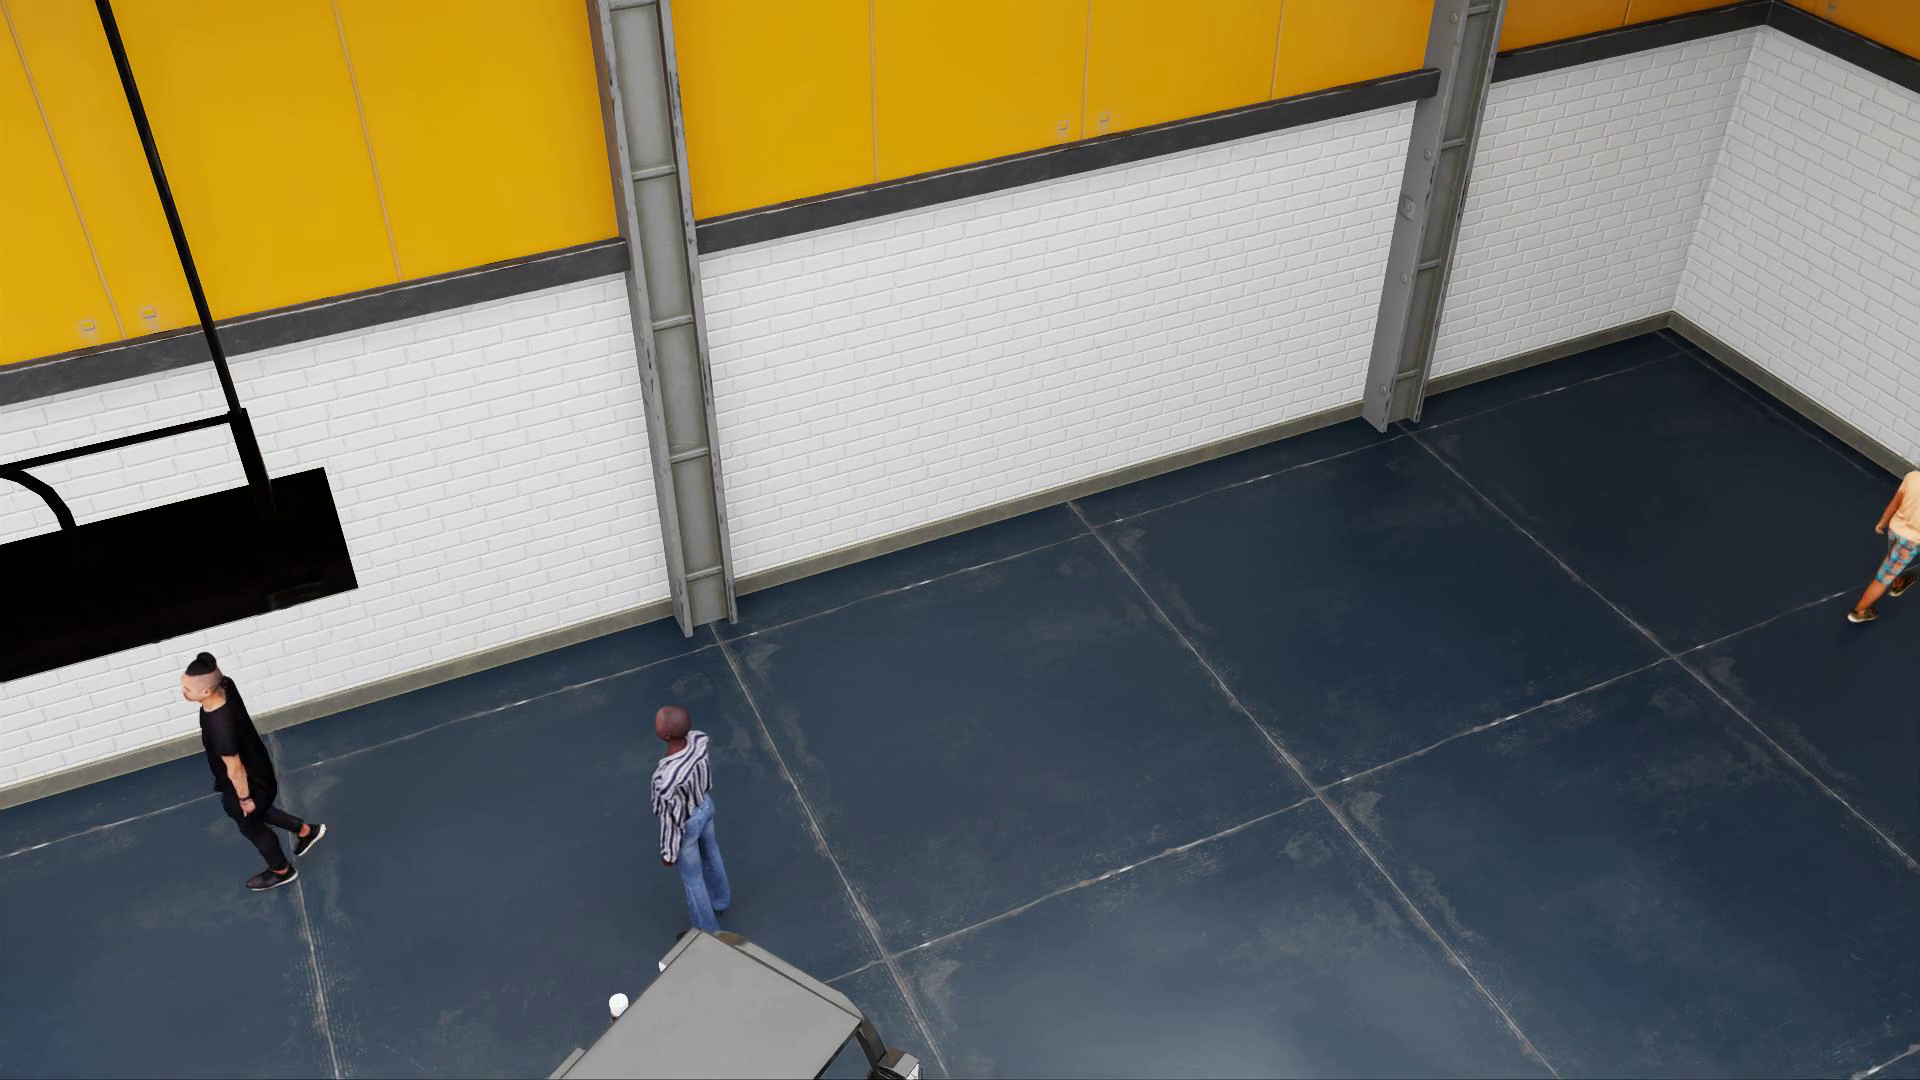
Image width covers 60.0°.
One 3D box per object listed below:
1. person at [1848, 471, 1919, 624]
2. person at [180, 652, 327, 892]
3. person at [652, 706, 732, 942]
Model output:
[{"bbox_3d":[6.512,-0.013,11.527,0.919,1.436,0.573,-15,41,-18],"label":"person"},{"bbox_3d":[-4.039,1.304,9.544,0.738,1.854,0.695,-15,41,-18],"label":"person"},{"bbox_3d":[-1.499,1.581,9.244,0.740,1.796,0.692,11,40,13],"label":"person"}]
